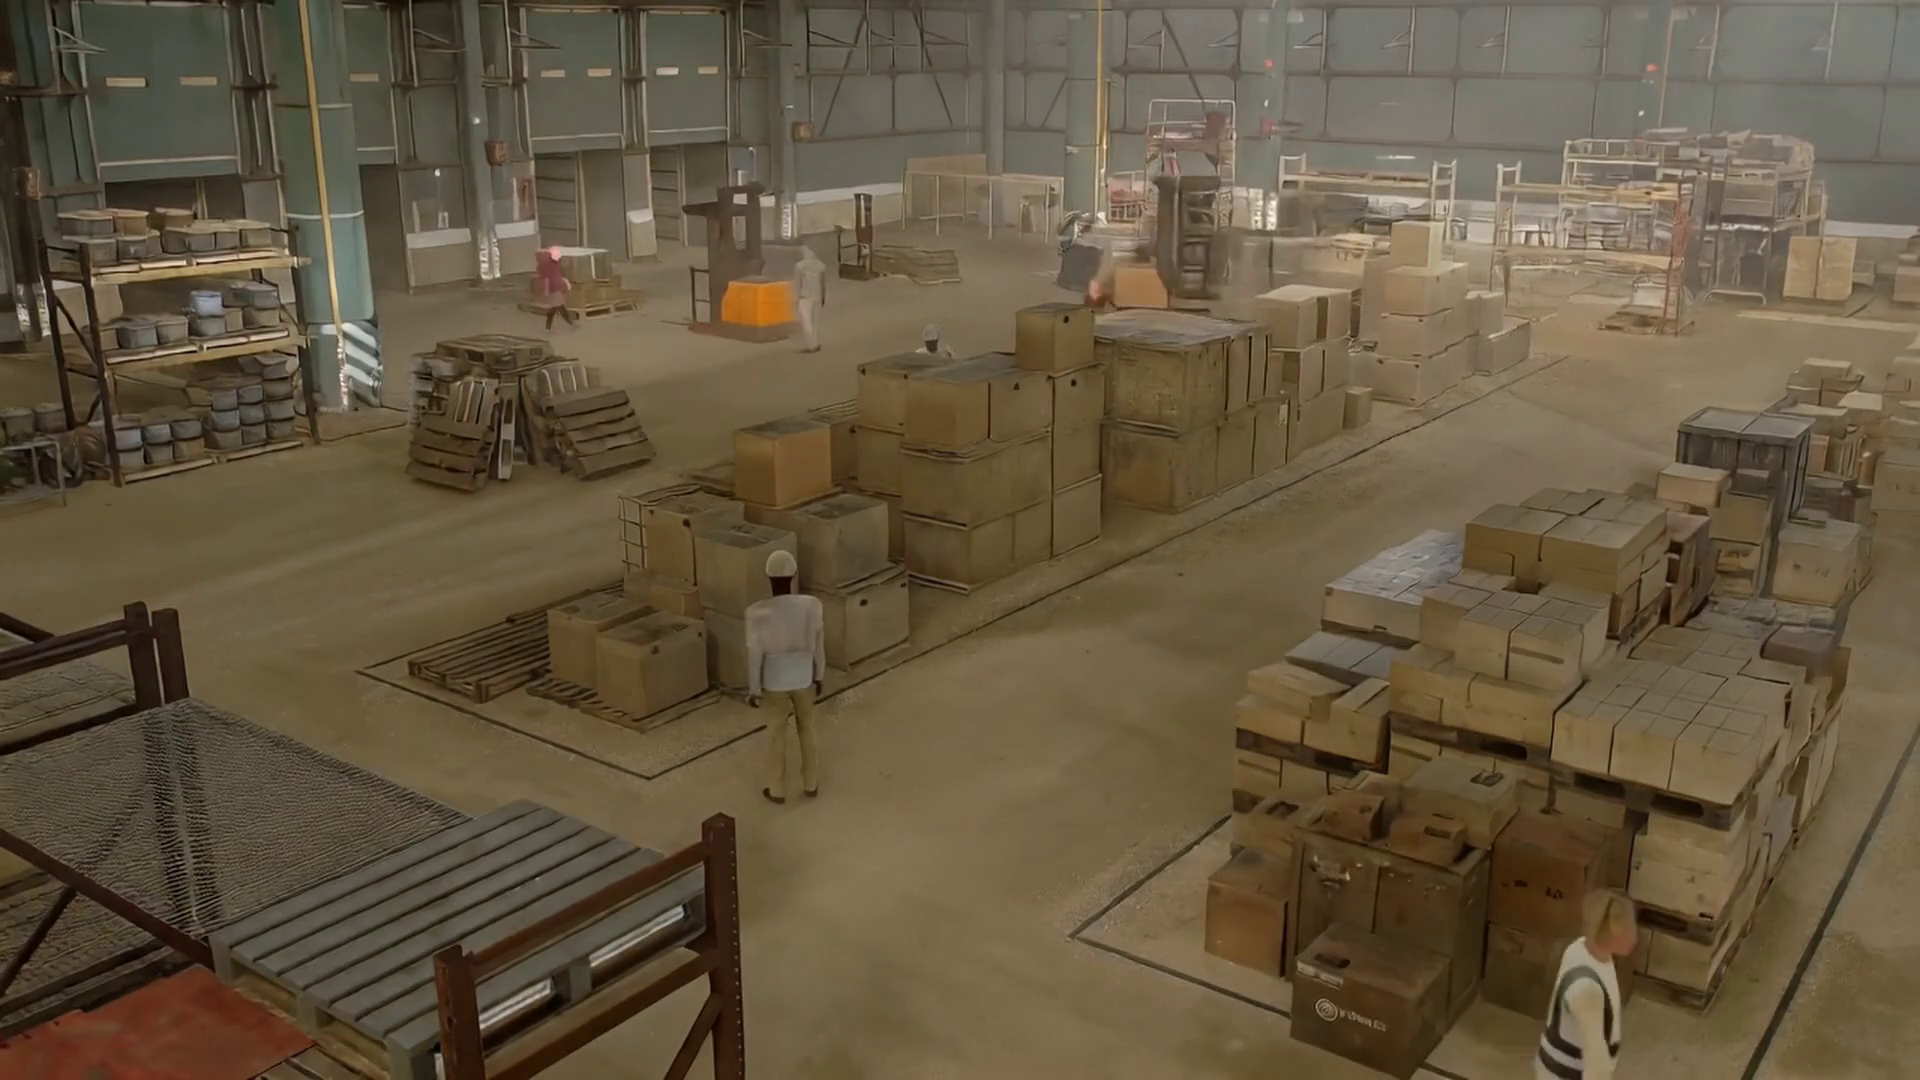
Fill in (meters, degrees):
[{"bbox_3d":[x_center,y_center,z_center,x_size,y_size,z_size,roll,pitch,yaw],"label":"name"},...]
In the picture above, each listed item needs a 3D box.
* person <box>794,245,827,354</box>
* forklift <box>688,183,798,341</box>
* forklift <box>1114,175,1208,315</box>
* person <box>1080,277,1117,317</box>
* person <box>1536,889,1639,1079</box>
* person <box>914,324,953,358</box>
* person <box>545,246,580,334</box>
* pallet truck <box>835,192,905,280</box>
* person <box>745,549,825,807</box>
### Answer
[{"bbox_3d":[-2.650,-4.269,29.552,0.641,1.924,0.370,-11,20,-32],"label":"person"},{"bbox_3d":[-4.092,-5.262,31.198,1.873,2.768,1.129,12,21,35],"label":"forklift"},{"bbox_3d":[4.016,-5.765,32.864,1.873,2.768,1.129,2,17,8],"label":"forklift"},{"bbox_3d":[2.046,-3.116,25.764,0.657,1.891,1.007,15,22,40],"label":"person"},{"bbox_3d":[2.810,2.432,7.525,1.012,1.834,0.591,9,19,27],"label":"person"},{"bbox_3d":[-0.378,-1.846,21.507,0.572,1.925,0.415,6,18,20],"label":"person"},{"bbox_3d":[-7.627,-4.764,31.634,0.548,1.647,0.865,15,22,41],"label":"person"},{"bbox_3d":[-1.936,-7.159,38.982,1.885,1.965,0.823,-12,21,-34],"label":"pallet truck"},{"bbox_3d":[-1.266,1.000,12.085,0.585,1.927,0.366,-7,18,-22],"label":"person"}]
